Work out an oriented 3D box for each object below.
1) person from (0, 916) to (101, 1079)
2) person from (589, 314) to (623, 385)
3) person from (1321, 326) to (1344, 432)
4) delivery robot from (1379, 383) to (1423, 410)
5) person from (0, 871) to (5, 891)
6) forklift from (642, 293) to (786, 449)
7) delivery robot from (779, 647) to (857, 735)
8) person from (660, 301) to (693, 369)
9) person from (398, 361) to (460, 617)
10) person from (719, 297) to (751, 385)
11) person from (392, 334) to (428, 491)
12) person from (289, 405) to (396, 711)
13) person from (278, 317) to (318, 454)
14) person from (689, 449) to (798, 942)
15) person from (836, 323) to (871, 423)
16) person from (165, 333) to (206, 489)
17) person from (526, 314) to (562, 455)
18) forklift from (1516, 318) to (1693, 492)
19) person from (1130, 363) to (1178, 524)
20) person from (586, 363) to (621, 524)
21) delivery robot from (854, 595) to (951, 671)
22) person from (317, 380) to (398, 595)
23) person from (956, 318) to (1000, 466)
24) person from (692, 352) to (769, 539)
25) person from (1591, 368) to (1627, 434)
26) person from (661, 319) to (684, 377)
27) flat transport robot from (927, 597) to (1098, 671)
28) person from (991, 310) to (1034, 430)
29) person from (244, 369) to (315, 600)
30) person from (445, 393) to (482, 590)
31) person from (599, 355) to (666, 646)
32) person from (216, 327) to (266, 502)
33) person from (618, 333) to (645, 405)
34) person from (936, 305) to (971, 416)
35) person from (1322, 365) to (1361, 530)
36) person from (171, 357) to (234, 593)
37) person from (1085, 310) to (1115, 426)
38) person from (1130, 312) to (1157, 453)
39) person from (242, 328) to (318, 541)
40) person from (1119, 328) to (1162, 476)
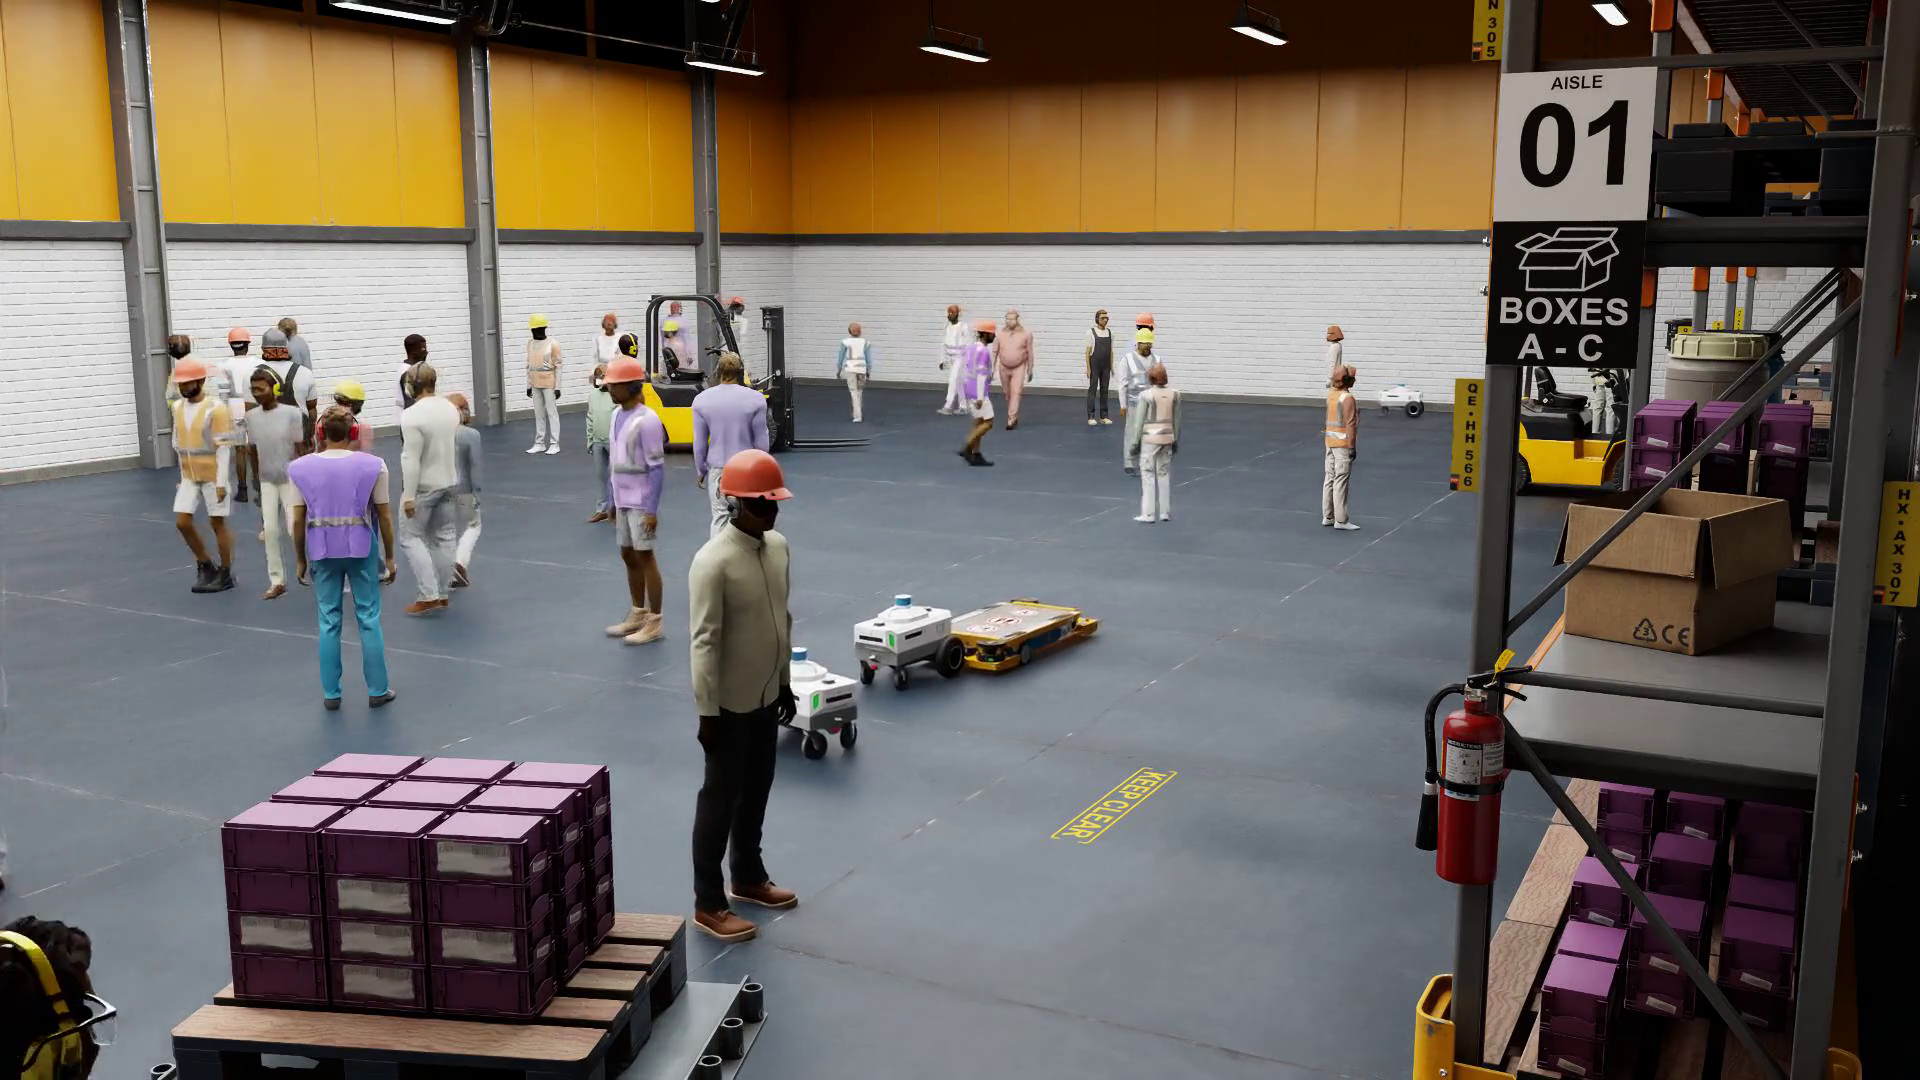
[{"bbox_3d":[-1.270,1.435,2.327,0.562,1.840,0.640,4,11,24],"label":"person"},{"bbox_3d":[-5.285,-2.501,25.216,0.561,1.832,1.038,2,10,9],"label":"person"},{"bbox_3d":[5.728,-2.467,25.537,0.286,1.633,0.499,4,11,22],"label":"person"},{"bbox_3d":[7.424,-2.401,28.002,0.707,0.478,0.477,3,10,18],"label":"delivery robot"},{"bbox_3d":[-4.359,0.688,6.643,0.667,1.848,1.004,7,12,34],"label":"person"},{"bbox_3d":[-3.588,-2.317,23.042,2.313,2.155,1.214,-1,10,-5],"label":"forklift"},{"bbox_3d":[-0.896,0.841,9.231,0.477,0.478,0.707,-10,14,-44],"label":"delivery robot"},{"bbox_3d":[-4.995,-3.273,29.439,0.649,1.904,0.404,7,12,34],"label":"person"},{"bbox_3d":[-4.037,-0.387,12.621,0.416,1.936,0.652,3,10,19],"label":"person"},{"bbox_3d":[-3.972,-3.294,29.341,0.603,1.983,0.999,6,11,29],"label":"person"},{"bbox_3d":[-5.711,-1.189,17.358,0.390,1.910,0.593,-2,10,-12],"label":"person"},{"bbox_3d":[-3.697,0.113,9.992,0.575,1.841,0.374,-2,10,-12],"label":"person"},{"bbox_3d":[-8.651,-1.956,21.760,0.422,1.919,0.645,-2,10,-9],"label":"person"},{"bbox_3d":[-0.855,0.616,6.707,0.431,1.981,0.635,4,11,24],"label":"person"},{"bbox_3d":[-1.749,-2.727,27.110,0.527,1.601,0.789,-5,11,-26],"label":"person"},{"bbox_3d":[-8.946,-1.475,19.258,0.433,1.830,0.631,-4,11,-23],"label":"person"},{"bbox_3d":[-5.696,-2.124,22.721,0.585,1.921,0.383,5,11,28],"label":"person"},{"bbox_3d":[7.066,-1.601,18.899,2.313,2.155,1.214,5,11,27],"label":"forklift"},{"bbox_3d":[2.004,-0.973,16.926,0.562,1.629,0.316,-6,12,-33],"label":"person"},{"bbox_3d":[-3.586,-0.976,16.906,0.502,1.633,0.280,5,11,25],"label":"person"},{"bbox_3d":[-0.365,0.596,10.653,0.477,0.478,0.707,6,12,33],"label":"delivery robot"},{"bbox_3d":[-4.924,-0.435,13.501,0.523,1.719,0.888,1,10,8],"label":"person"},{"bbox_3d":[0.267,-1.883,21.316,0.494,1.919,0.556,-2,10,-14],"label":"person"},{"bbox_3d":[-1.879,-0.578,13.715,0.627,1.940,0.374,0,10,3],"label":"person"},{"bbox_3d":[9.279,-2.257,23.744,0.403,1.832,0.594,-4,11,-24],"label":"person"},{"bbox_3d":[-4.296,-2.475,25.227,0.580,1.749,0.531,-7,12,-35],"label":"person"},{"bbox_3d":[0.338,0.635,11.512,0.652,0.197,1.431,6,11,31],"label":"flat transport robot"},{"bbox_3d":[0.816,-2.689,26.189,0.657,1.861,1.013,3,10,16],"label":"person"},{"bbox_3d":[-5.407,-0.469,13.365,0.540,1.847,0.640,1,10,6],"label":"person"},{"bbox_3d":[-4.112,-0.384,13.524,0.505,1.617,0.394,1,10,7],"label":"person"},{"bbox_3d":[-2.318,-0.279,11.688,0.394,2.039,0.615,-7,12,-36],"label":"person"},{"bbox_3d":[-7.908,-1.383,18.401,0.542,1.931,0.374,-6,12,-33],"label":"person"},{"bbox_3d":[-3.611,-1.333,18.286,0.507,1.872,0.329,7,12,35],"label":"person"},{"bbox_3d":[-0.172,-3.024,28.114,0.869,1.848,0.615,-8,12,-38],"label":"person"},{"bbox_3d":[3.797,-0.923,16.570,0.310,1.642,0.514,-2,10,-13],"label":"person"},{"bbox_3d":[-6.098,-0.509,13.356,0.556,1.916,0.515,3,10,15],"label":"person"},{"bbox_3d":[2.242,-2.751,26.566,0.507,1.846,0.344,-5,11,-25],"label":"person"},{"bbox_3d":[2.515,-2.166,22.912,0.373,1.935,0.552,-1,10,-8],"label":"person"},{"bbox_3d":[-6.529,-1.013,15.941,0.688,2.000,0.539,-8,13,-40],"label":"person"},{"bbox_3d":[2.246,-1.702,20.540,0.600,1.827,0.404,-4,11,-22],"label":"person"}]
